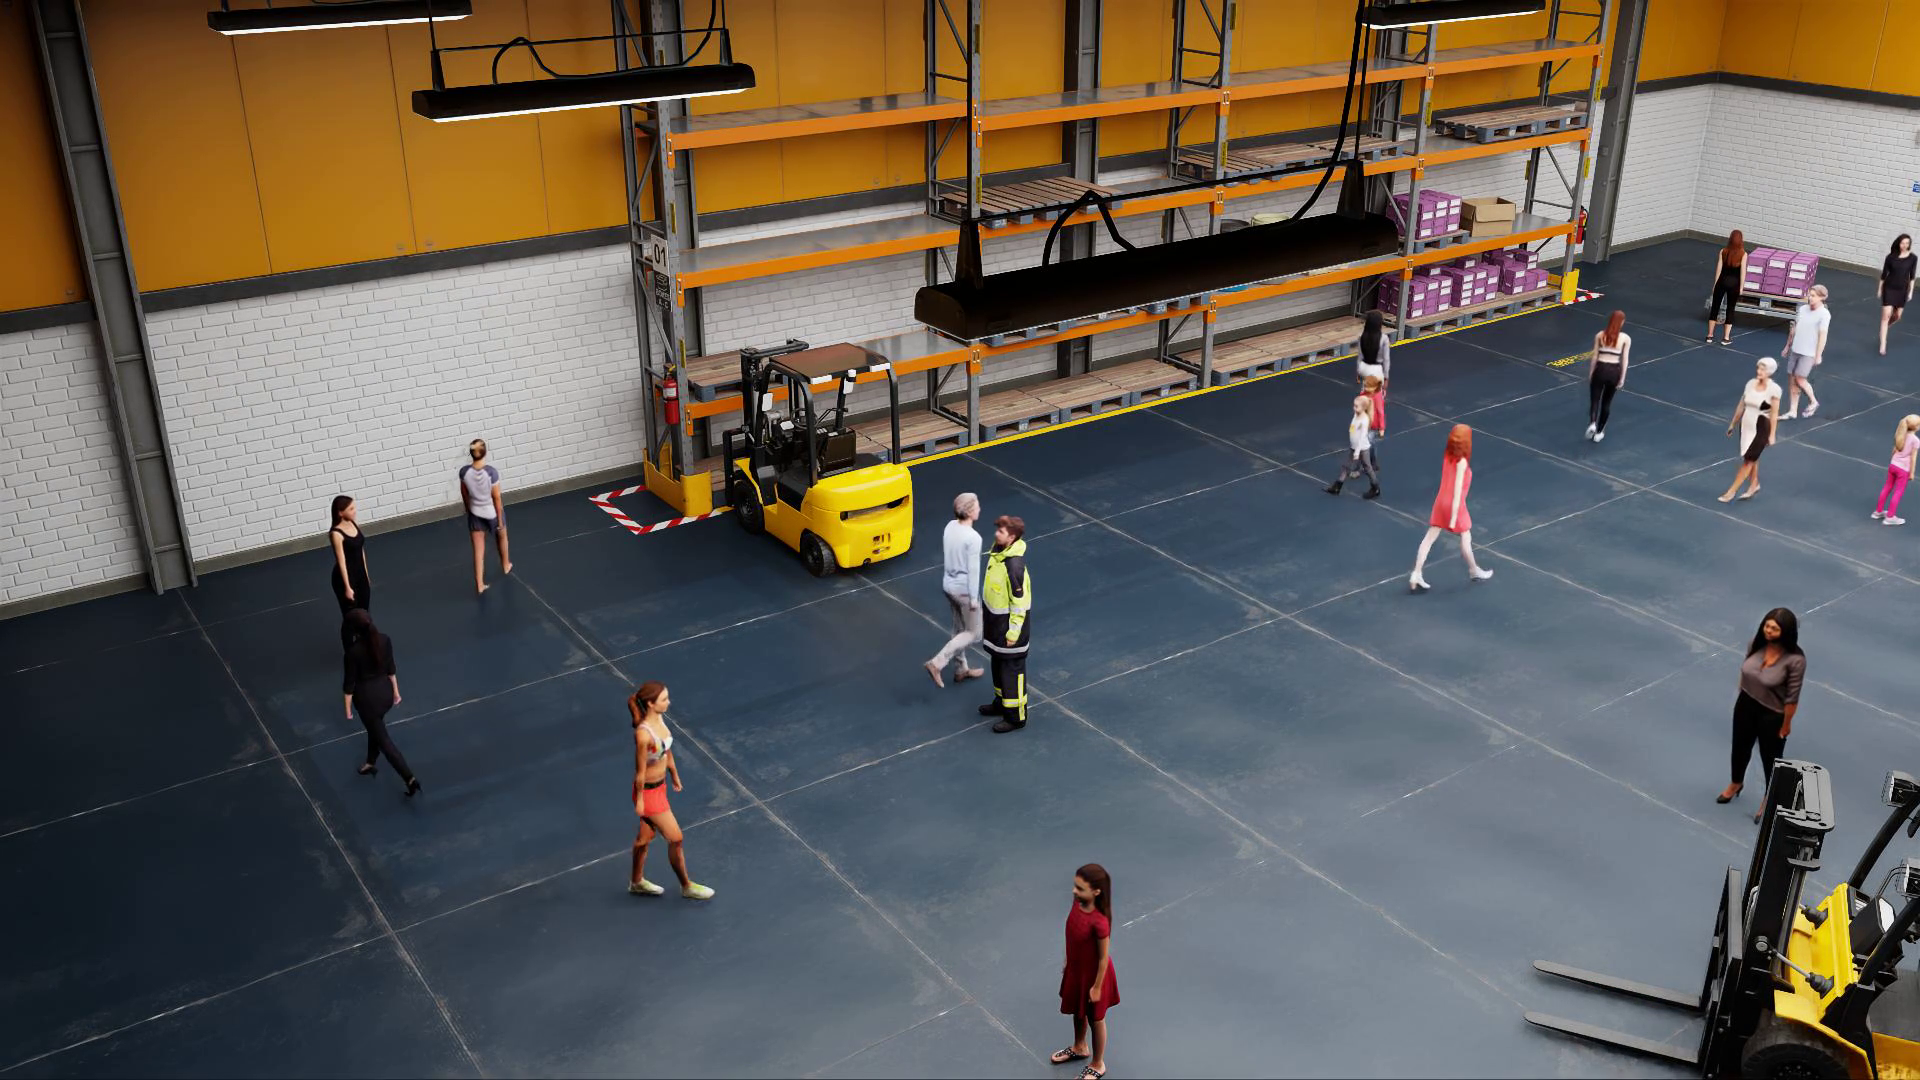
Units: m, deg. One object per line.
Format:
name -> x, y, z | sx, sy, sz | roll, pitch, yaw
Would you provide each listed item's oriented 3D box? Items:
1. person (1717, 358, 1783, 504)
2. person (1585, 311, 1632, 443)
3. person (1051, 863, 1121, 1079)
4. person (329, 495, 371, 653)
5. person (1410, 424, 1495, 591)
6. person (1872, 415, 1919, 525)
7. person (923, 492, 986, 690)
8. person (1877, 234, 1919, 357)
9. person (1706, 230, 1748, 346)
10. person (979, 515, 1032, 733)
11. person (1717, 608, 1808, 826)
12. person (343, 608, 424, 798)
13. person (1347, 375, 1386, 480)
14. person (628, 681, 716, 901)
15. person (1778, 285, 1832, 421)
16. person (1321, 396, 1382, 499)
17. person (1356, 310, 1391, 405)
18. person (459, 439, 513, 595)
person -> 9.234, -1.257, 19.174 | 1.038, 1.726, 0.784 | -9, 25, -20
person -> 8.106, -2.019, 20.910 | 0.821, 1.730, 0.958 | 12, 26, 25
person -> 0.801, 2.677, 10.388 | 0.610, 1.554, 0.548 | -13, 27, -28
person -> -5.673, 0.375, 15.491 | 0.730, 1.686, 0.673 | 4, 24, 8
person -> 4.878, -0.283, 16.878 | 1.216, 1.780, 0.931 | -5, 24, -11
person -> 10.584, -0.810, 18.724 | 0.558, 1.267, 0.546 | -5, 24, -12
person -> -0.058, 0.488, 14.994 | 0.895, 1.876, 0.675 | -14, 27, -28
person -> 13.796, -3.640, 24.566 | 0.991, 1.773, 1.120 | 8, 25, 17
person -> 11.545, -3.813, 25.023 | 0.624, 1.724, 0.612 | 16, 28, 32
person -> 0.412, 0.695, 14.382 | 0.764, 1.987, 0.839 | -7, 25, -16
person -> 6.325, 1.356, 13.060 | 0.639, 1.834, 0.670 | -13, 27, -27
person -> -4.645, 1.343, 13.351 | 0.967, 1.624, 1.078 | 13, 27, 27
person -> 4.981, -1.370, 19.978 | 0.812, 1.288, 0.567 | -12, 26, -26
person -> -2.316, 1.833, 12.054 | 1.000, 1.767, 0.913 | 3, 24, 7
person -> 11.137, -2.447, 21.778 | 0.838, 1.820, 0.779 | -6, 24, -14
person -> 4.713, -1.060, 19.329 | 0.978, 1.240, 0.744 | -4, 24, -9
person -> 5.159, -2.044, 20.990 | 0.932, 1.712, 0.673 | -20, 31, -38
person -> -4.865, -0.210, 16.958 | 1.026, 1.582, 0.989 | 0, 24, 0
